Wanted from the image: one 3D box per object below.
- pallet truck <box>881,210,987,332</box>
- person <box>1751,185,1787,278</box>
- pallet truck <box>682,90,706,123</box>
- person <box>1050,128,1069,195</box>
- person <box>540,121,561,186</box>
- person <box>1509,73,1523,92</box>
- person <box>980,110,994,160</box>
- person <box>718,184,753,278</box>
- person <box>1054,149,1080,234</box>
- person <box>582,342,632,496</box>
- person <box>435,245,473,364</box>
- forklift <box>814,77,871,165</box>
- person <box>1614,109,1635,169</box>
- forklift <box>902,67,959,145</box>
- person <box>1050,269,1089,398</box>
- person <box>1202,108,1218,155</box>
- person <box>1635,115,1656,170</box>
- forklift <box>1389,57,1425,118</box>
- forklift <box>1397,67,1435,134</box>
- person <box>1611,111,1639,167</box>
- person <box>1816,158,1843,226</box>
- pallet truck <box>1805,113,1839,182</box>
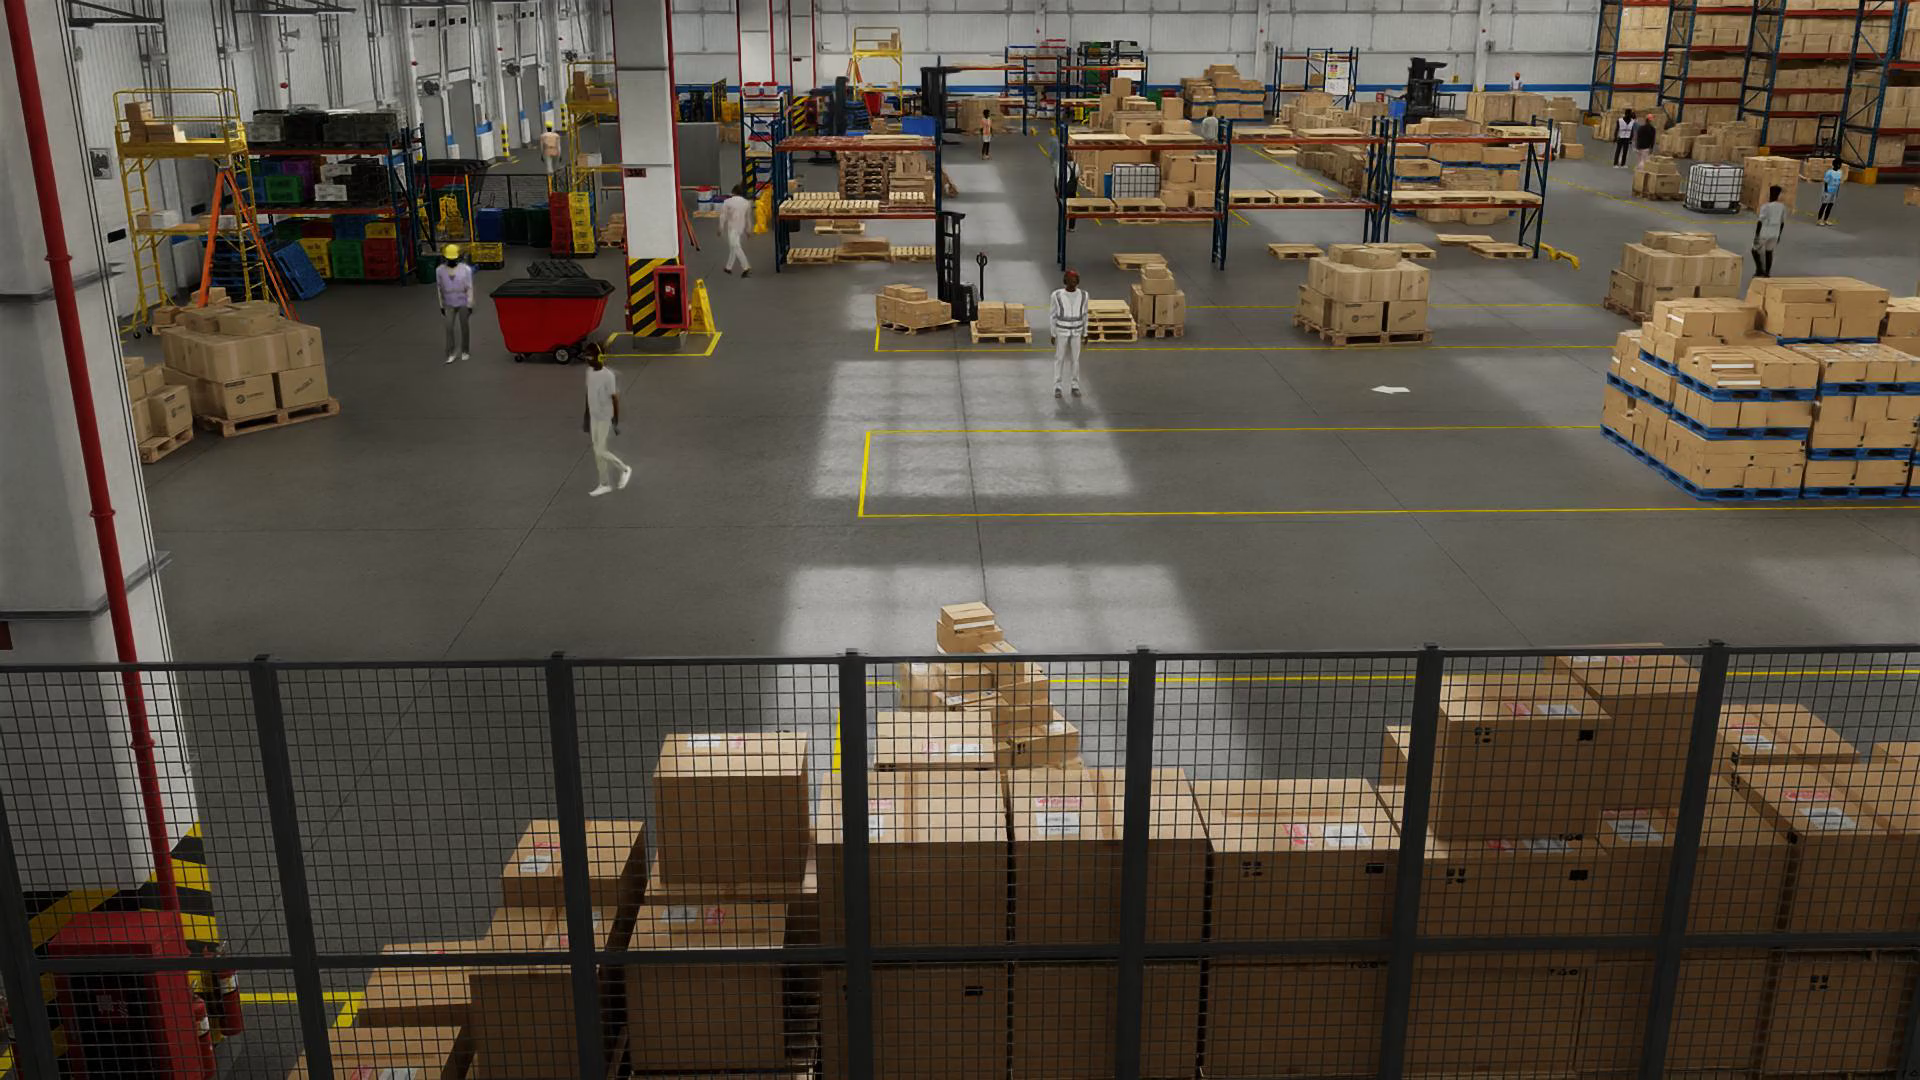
[{"bbox_3d":[-0.493,-4.759,29.349,1.885,1.965,0.823,-13,23,-34],"label":"pallet truck"},{"bbox_3d":[16.373,-6.209,33.723,0.629,1.944,0.447,-3,19,-9],"label":"person"},{"bbox_3d":[-9.671,-15.907,62.421,0.823,1.965,1.885,5,19,15],"label":"pallet truck"},{"bbox_3d":[2.847,-10.695,47.083,0.642,1.912,0.763,-3,19,-9],"label":"person"},{"bbox_3d":[-12.155,-11.487,49.468,0.592,1.902,0.755,-8,20,-22],"label":"person"},{"bbox_3d":[24.830,-19.896,74.349,0.547,1.937,0.379,9,21,24],"label":"person"},{"bbox_3d":[0.887,-13.839,56.776,0.396,1.679,0.565,10,21,27],"label":"person"},{"bbox_3d":[-4.602,-6.403,34.433,1.020,1.873,0.707,16,25,40],"label":"person"},{"bbox_3d":[2.535,-8.456,40.251,0.688,2.000,0.537,-17,25,-41],"label":"person"},{"bbox_3d":[-4.250,-1.443,19.732,0.461,1.856,0.518,-17,25,-41],"label":"person"},{"bbox_3d":[-8.056,-3.748,26.536,0.581,1.883,0.838,-2,19,-6],"label":"person"},{"bbox_3d":[-3.904,-13.911,55.138,1.873,2.768,1.129,-1,19,-1],"label":"forklift"},{"bbox_3d":[21.583,-13.058,54.105,0.619,1.911,0.381,-1,19,-4],"label":"person"},{"bbox_3d":[-1.117,-15.934,61.139,1.873,2.768,1.129,-10,21,-28],"label":"forklift"},{"bbox_3d":[1.603,-3.028,24.389,0.575,1.885,0.355,-4,19,-10],"label":"person"},{"bbox_3d":[8.053,-12.973,53.809,0.629,1.940,0.372,-12,22,-31],"label":"person"},{"bbox_3d":[20.963,-12.000,50.896,0.651,1.959,0.616,-11,21,-29],"label":"person"},{"bbox_3d":[18.821,-18.496,68.742,1.873,2.768,1.129,-1,19,-1],"label":"forklift"},{"bbox_3d":[16.955,-16.071,61.546,1.129,2.768,1.873,-1,19,-2],"label":"forklift"},{"bbox_3d":[22.098,-13.187,54.709,1.006,1.787,0.635,5,19,15],"label":"person"},{"bbox_3d":[21.682,-8.655,41.397,0.535,1.686,0.334,-8,20,-22],"label":"person"},{"bbox_3d":[26.403,-11.957,50.702,0.823,1.965,1.885,6,19,16],"label":"pallet truck"}]
